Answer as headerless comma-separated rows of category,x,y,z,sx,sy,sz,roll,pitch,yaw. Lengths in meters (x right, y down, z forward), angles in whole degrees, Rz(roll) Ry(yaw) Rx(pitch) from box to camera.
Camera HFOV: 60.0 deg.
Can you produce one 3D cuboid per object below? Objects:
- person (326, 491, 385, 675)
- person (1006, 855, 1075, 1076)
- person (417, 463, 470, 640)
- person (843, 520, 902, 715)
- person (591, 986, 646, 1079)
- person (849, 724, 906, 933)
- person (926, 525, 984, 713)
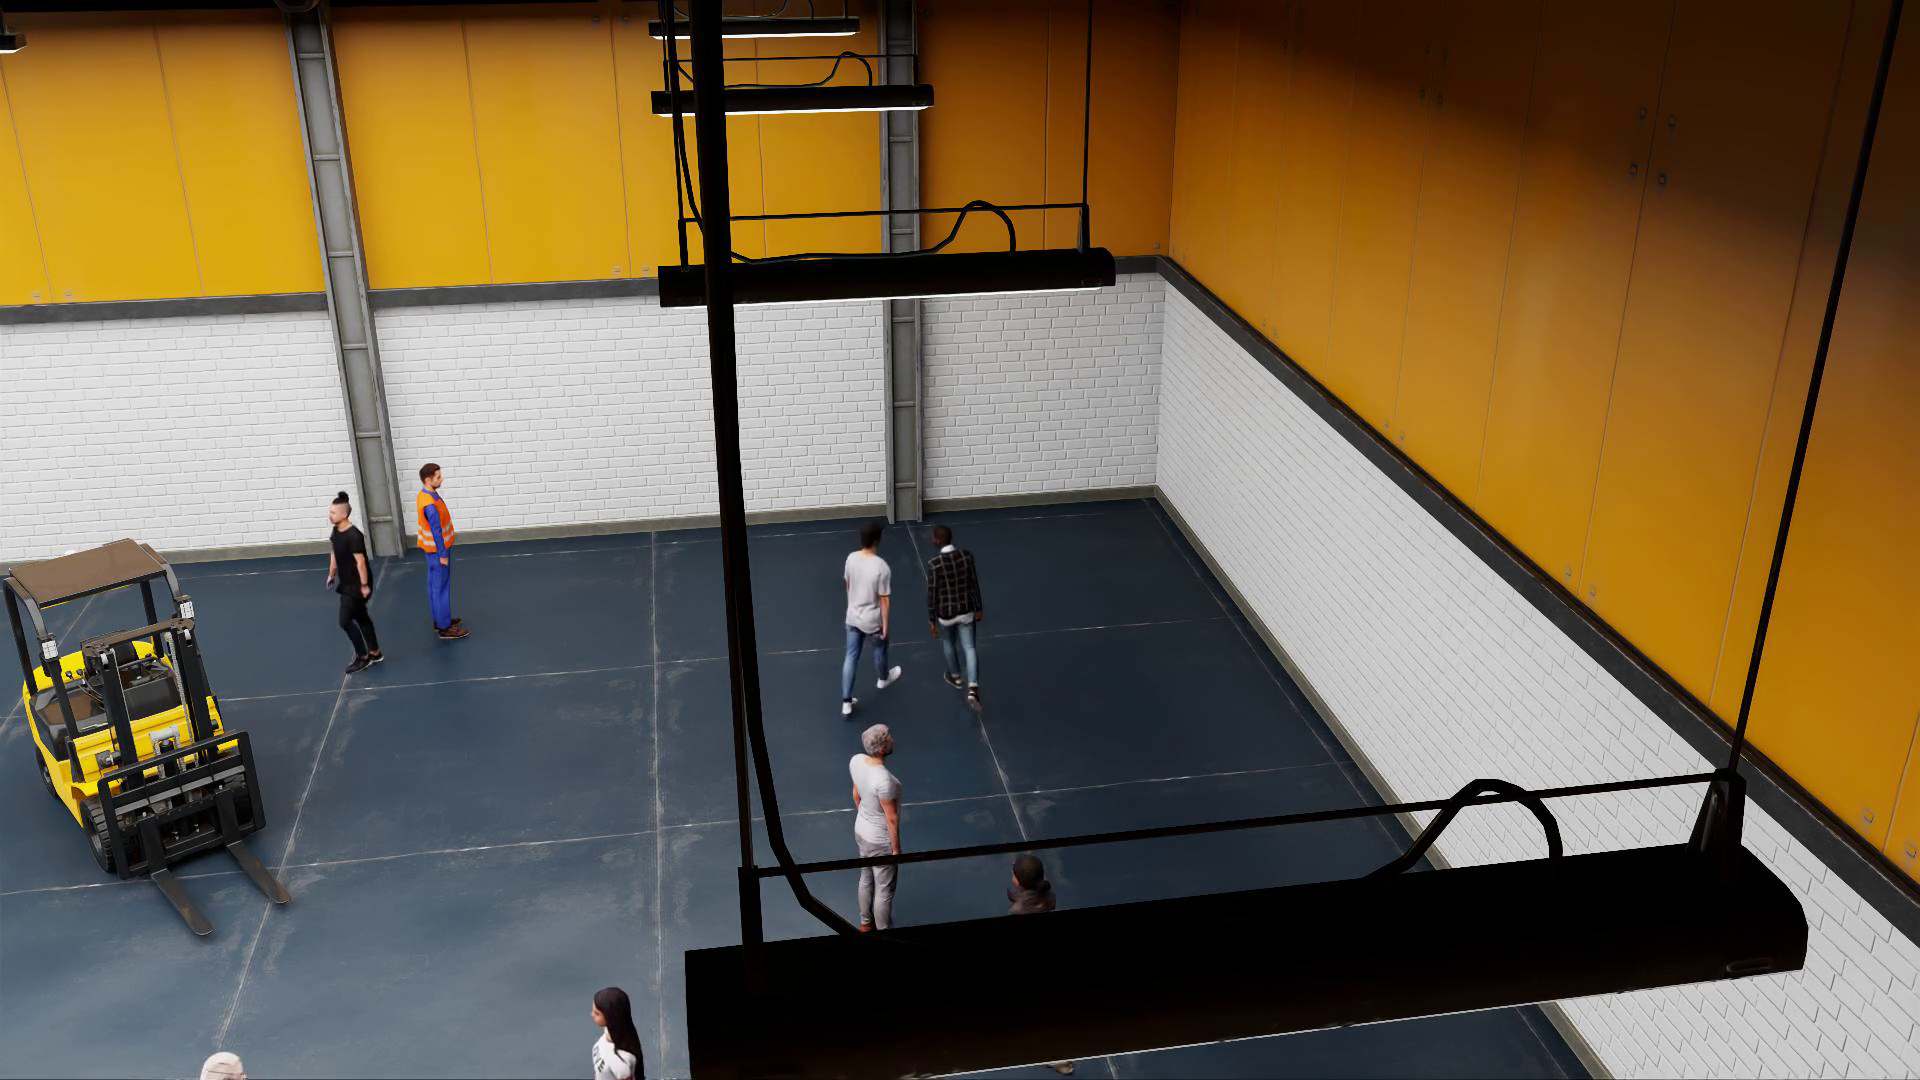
person,-5.867,0.376,16.289,0.799,1.856,0.788,-16,28,-32
person,0.348,2.763,11.086,0.994,1.649,0.999,12,26,25
person,-5.325,0.097,16.923,0.707,1.859,0.751,-11,26,-24
person,-0.915,0.748,15.445,1.211,1.850,1.200,12,26,25
person,-1.835,3.323,9.705,1.140,1.728,0.575,-5,24,-11
person,-0.611,2.170,12.214,0.719,1.832,0.772,-15,28,-30
person,-0.026,0.743,15.553,1.116,1.772,0.853,-4,24,-8
